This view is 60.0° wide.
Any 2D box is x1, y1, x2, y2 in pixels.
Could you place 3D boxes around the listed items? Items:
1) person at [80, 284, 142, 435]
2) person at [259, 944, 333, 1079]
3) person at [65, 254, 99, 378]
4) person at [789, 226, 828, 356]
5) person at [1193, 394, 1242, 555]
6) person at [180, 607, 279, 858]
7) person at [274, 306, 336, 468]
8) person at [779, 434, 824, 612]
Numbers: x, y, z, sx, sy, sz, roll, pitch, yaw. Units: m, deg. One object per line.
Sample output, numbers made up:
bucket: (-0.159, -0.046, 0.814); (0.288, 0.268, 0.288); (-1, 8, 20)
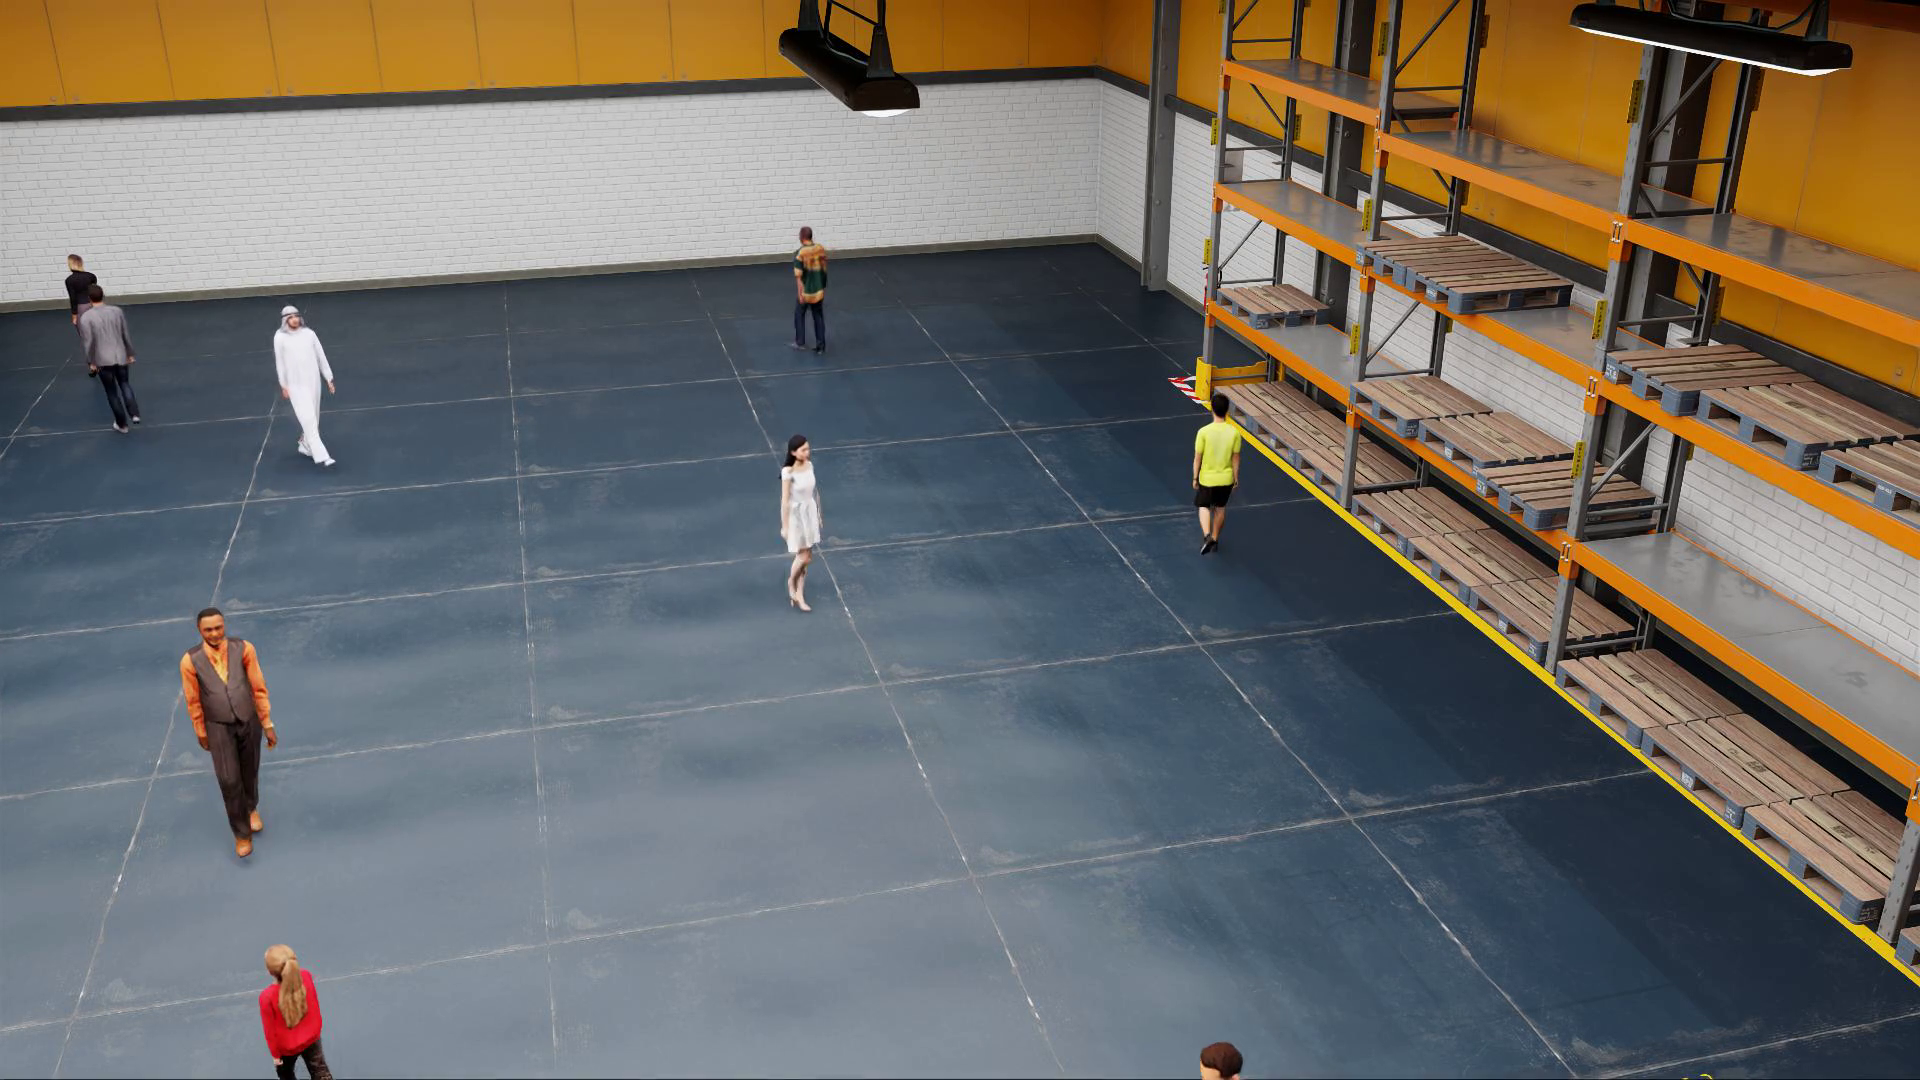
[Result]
person: (-10.312, -2.191, 20.276); (0.842, 1.865, 0.820); (20, 31, 38)
person: (-3.737, 2.866, 9.463); (0.974, 1.261, 0.804); (20, 31, 38)
person: (-11.780, -3.037, 22.455); (0.743, 1.670, 0.675); (12, 26, 25)
person: (-2.031, -3.475, 23.313); (0.870, 1.785, 0.981); (-16, 28, -33)
person: (2.622, -0.623, 16.906); (0.764, 1.691, 0.940); (0, 24, 1)
person: (-5.360, 1.317, 12.229); (0.852, 1.883, 1.012); (-15, 28, -30)
person: (-7.675, -1.806, 19.376); (1.356, 1.881, 1.123); (21, 31, 40)
person: (-1.581, -0.168, 15.774); (0.877, 1.765, 0.817); (16, 28, 32)
